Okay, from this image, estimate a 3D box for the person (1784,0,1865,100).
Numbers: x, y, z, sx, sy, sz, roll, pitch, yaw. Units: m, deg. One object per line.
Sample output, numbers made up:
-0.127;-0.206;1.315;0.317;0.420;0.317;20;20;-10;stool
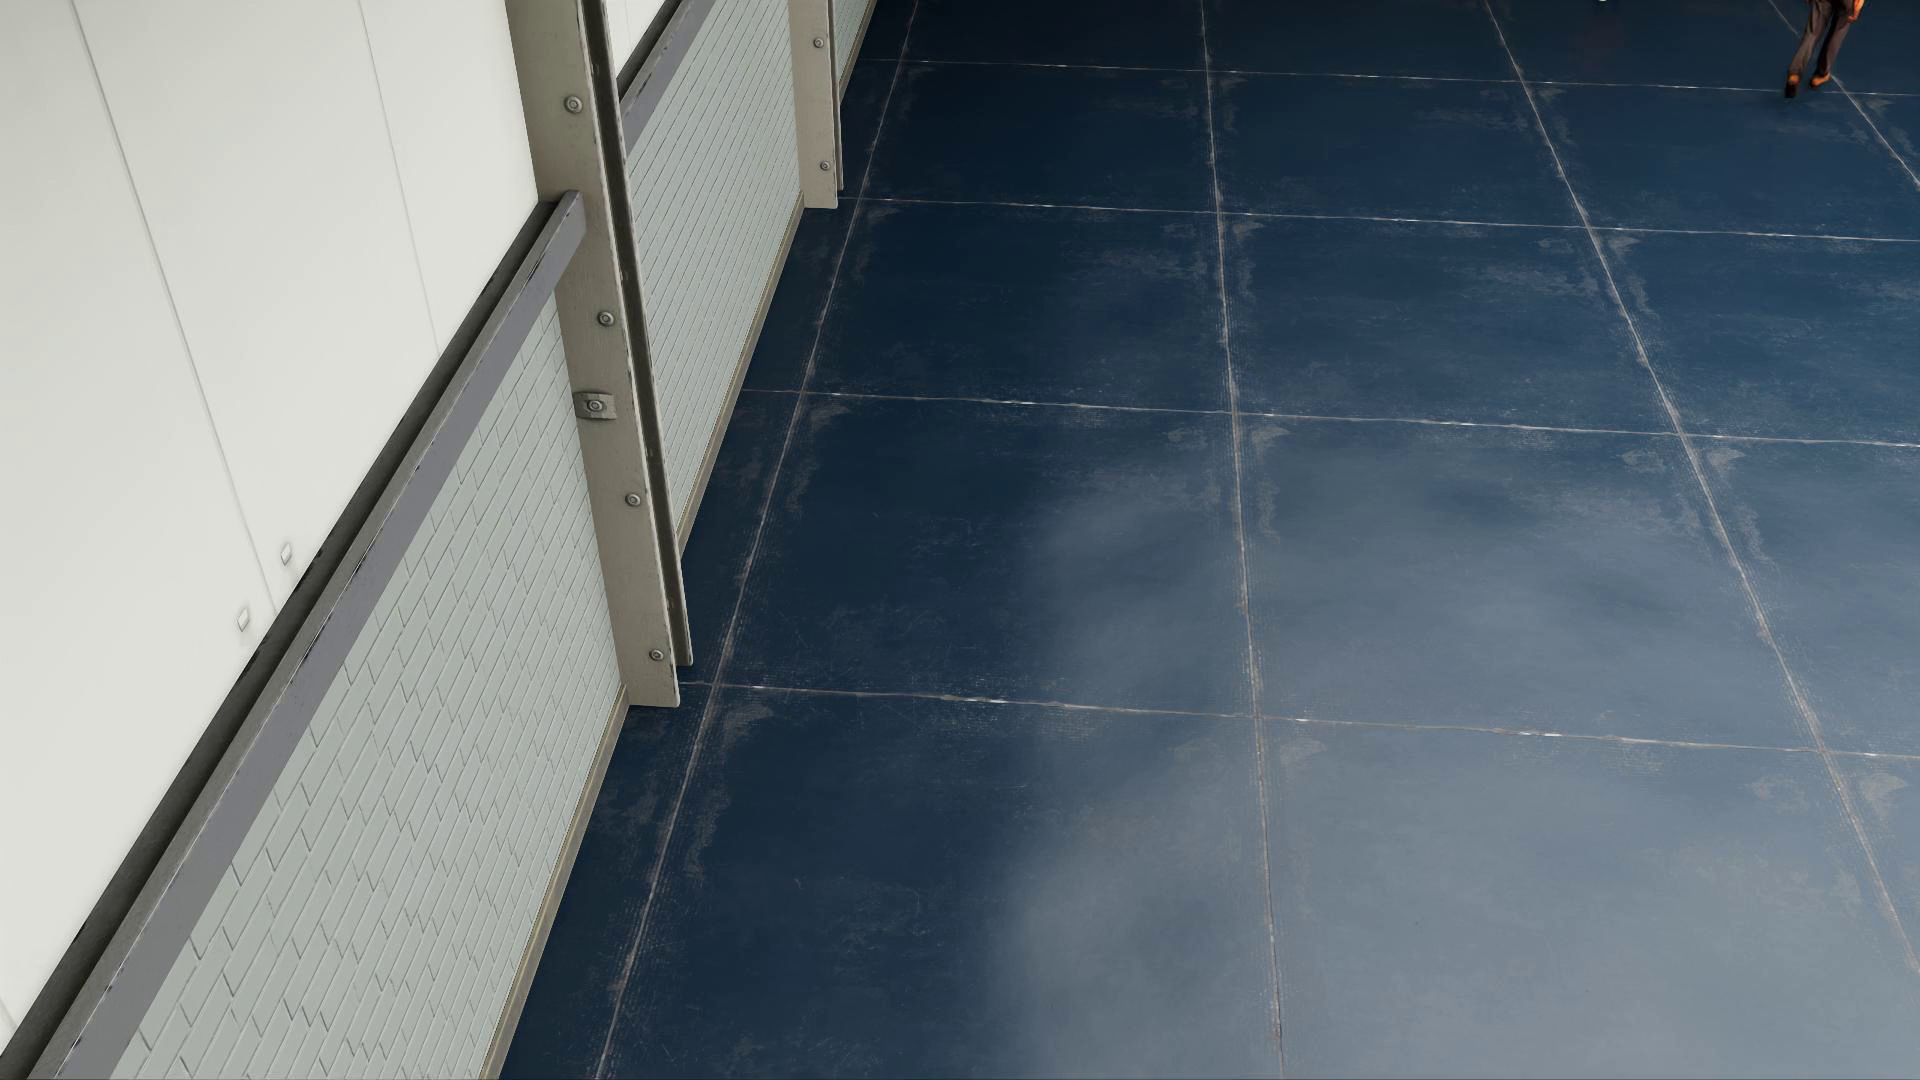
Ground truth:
7.913;-4.902;15.059;1.167;1.875;1.320;27;45;30;person
